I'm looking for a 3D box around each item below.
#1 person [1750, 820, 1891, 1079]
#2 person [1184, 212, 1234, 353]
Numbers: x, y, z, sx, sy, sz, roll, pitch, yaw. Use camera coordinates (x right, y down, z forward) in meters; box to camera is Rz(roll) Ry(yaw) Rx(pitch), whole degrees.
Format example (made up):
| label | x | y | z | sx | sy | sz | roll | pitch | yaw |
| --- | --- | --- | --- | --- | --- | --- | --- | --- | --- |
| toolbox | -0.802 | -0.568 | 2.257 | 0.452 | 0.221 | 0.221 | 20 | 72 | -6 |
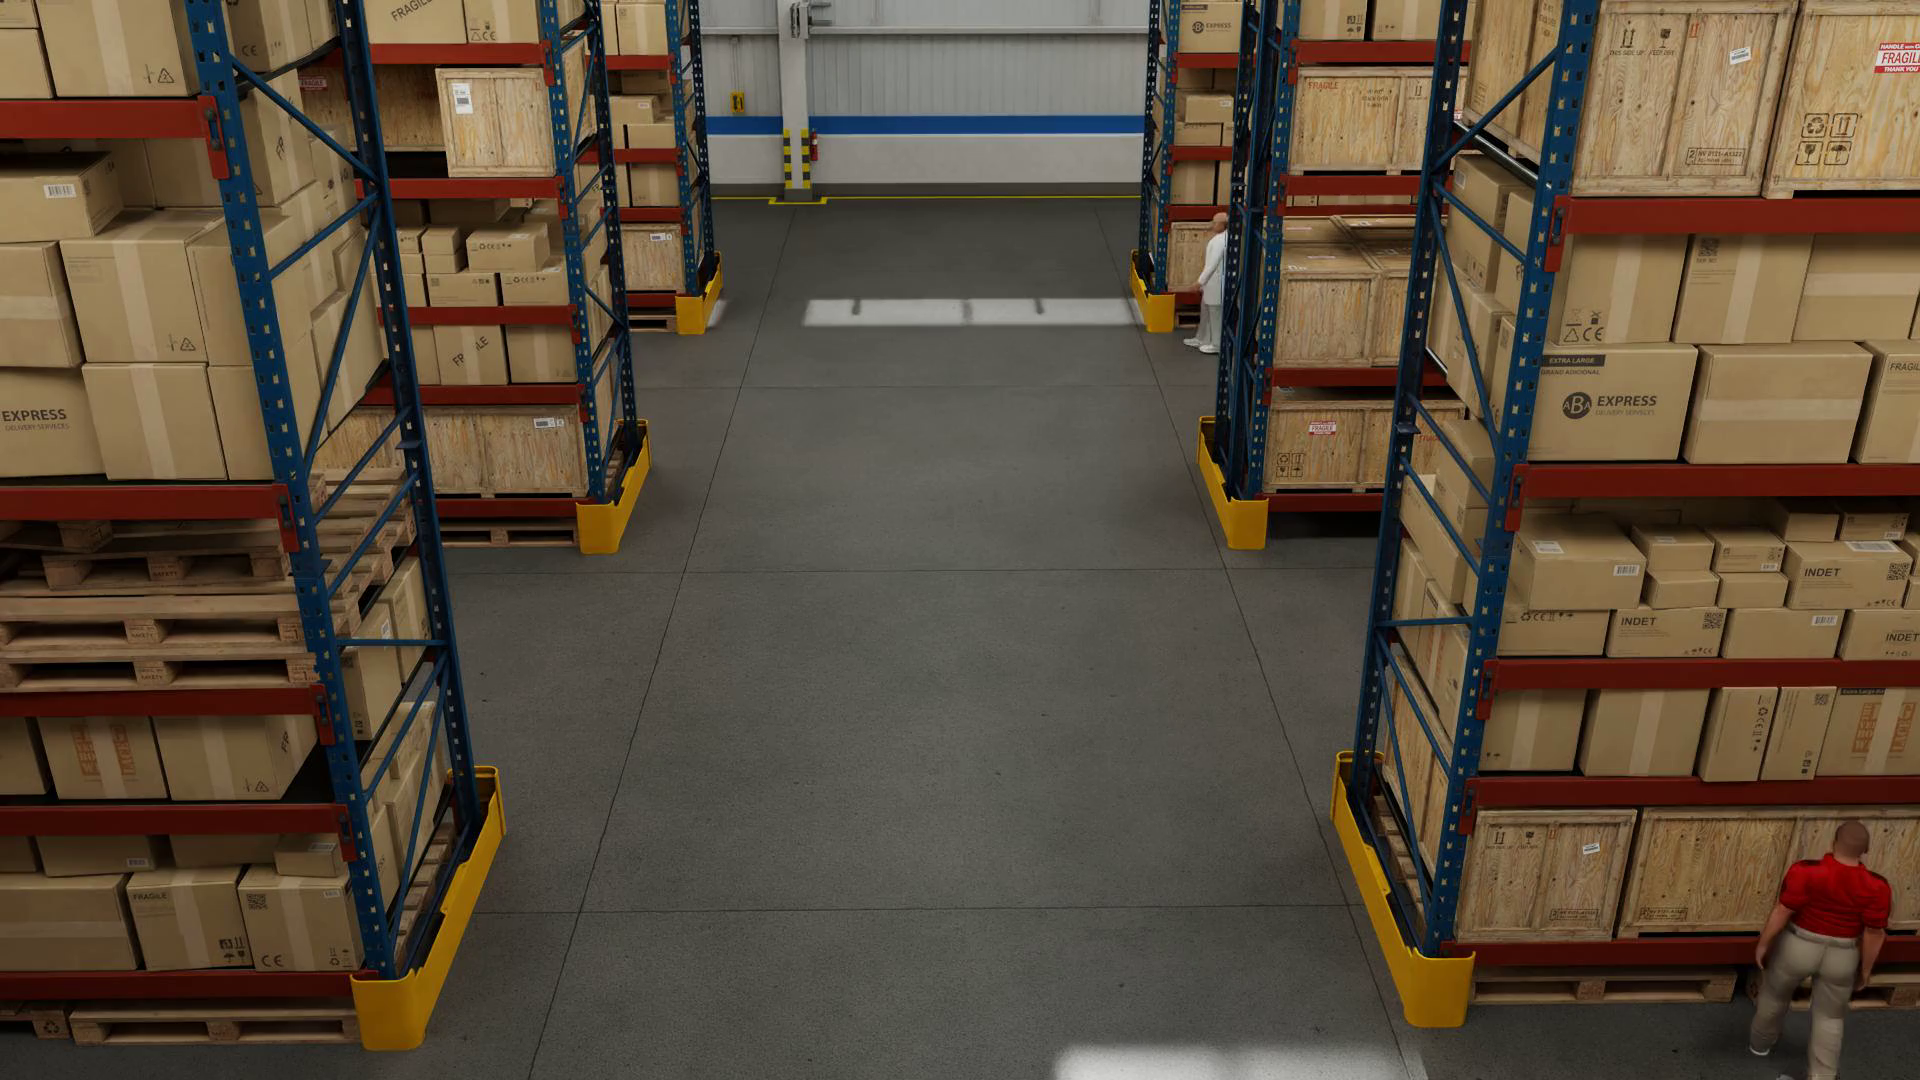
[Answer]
| label | x | y | z | sx | sy | sz | roll | pitch | yaw |
| --- | --- | --- | --- | --- | --- | --- | --- | --- | --- |
| person | 4.692 | 2.245 | 9.156 | 0.577 | 1.757 | 0.689 | 8 | 26 | 16 |
| person | 3.095 | -3.203 | 20.664 | 0.630 | 1.779 | 0.601 | 8 | 26 | 17 |
